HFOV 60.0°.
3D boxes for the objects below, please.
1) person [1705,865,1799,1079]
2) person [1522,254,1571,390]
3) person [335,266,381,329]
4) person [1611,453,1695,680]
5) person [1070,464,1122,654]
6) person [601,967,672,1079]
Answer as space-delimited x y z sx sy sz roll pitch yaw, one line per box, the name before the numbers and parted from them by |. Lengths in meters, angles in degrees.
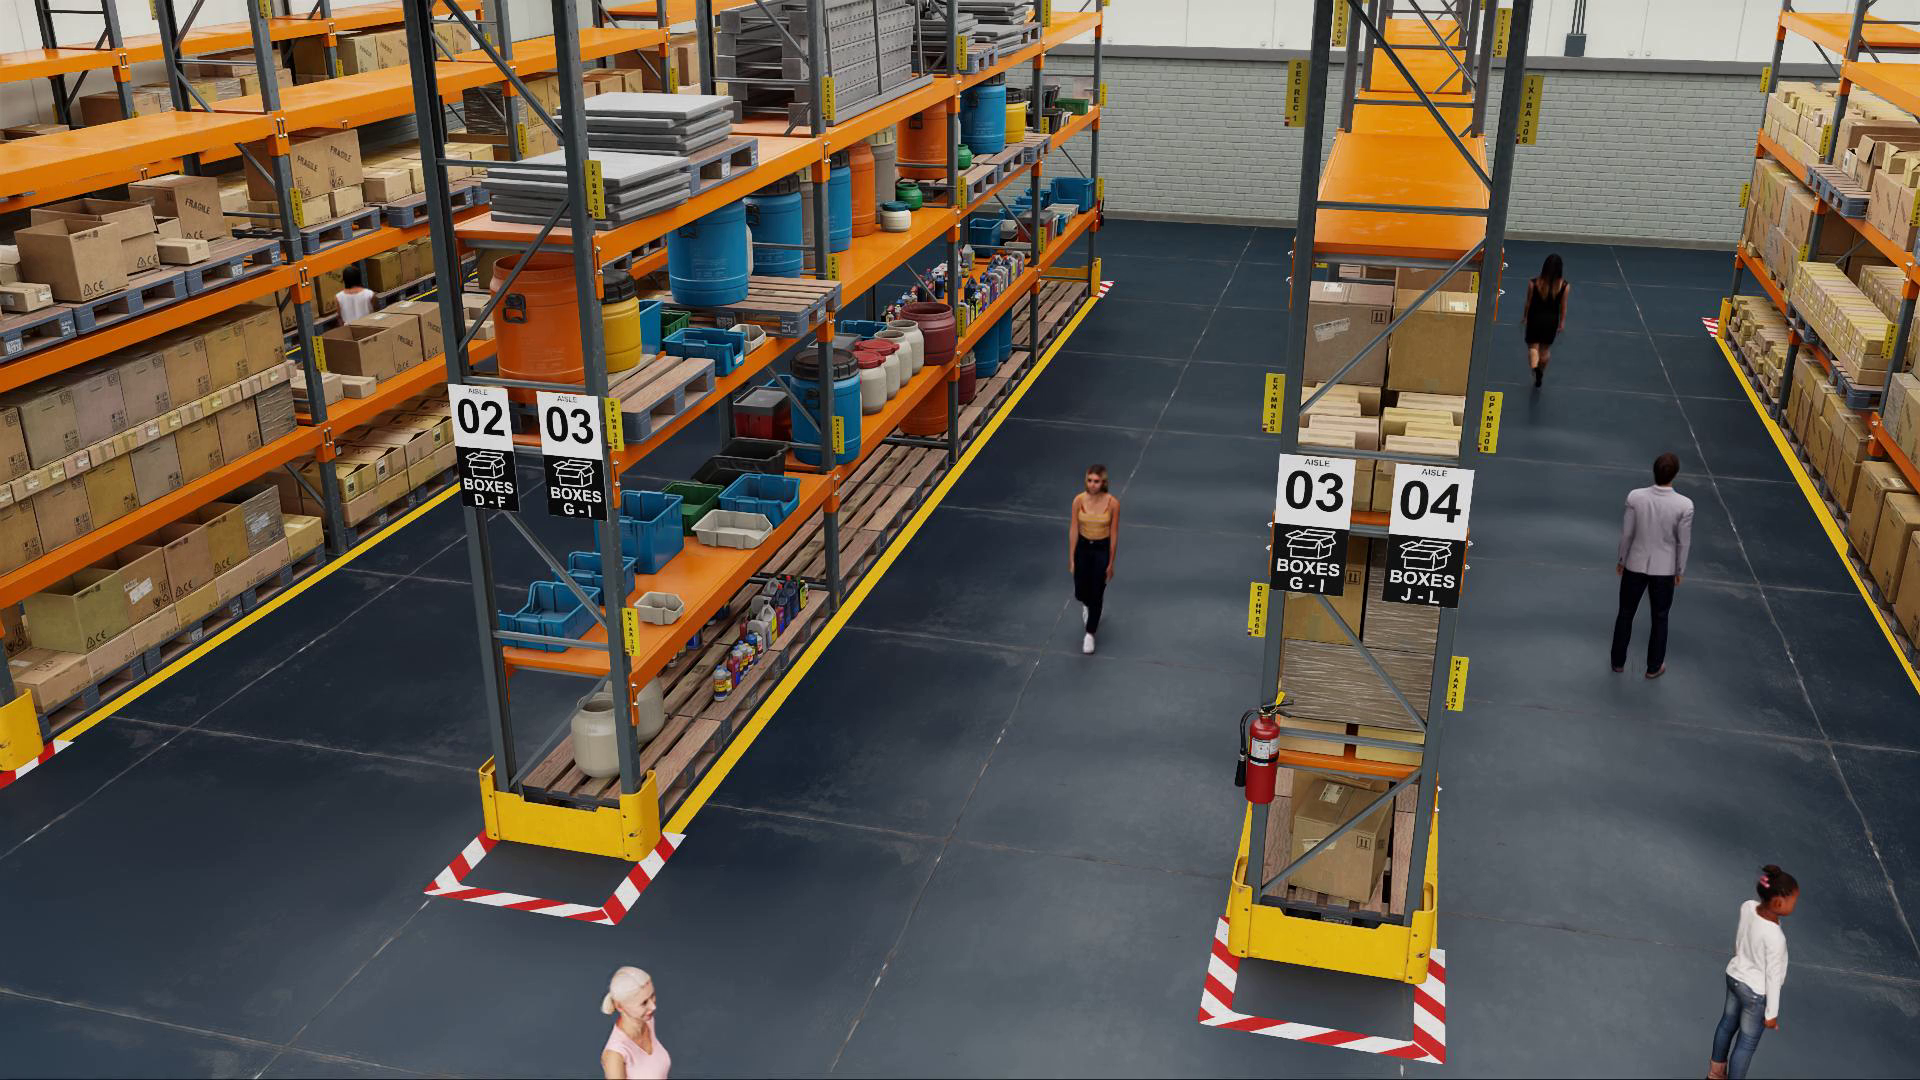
person | 4.080 2.301 8.573 0.639 1.464 0.501 -1 22 -2
person | 7.108 -2.606 20.263 0.691 1.698 0.954 4 23 10
person | -7.129 -2.390 19.795 0.775 1.652 1.124 3 22 8
person | 5.478 0.199 13.201 0.732 1.852 0.678 12 25 27
person | 1.125 0.116 13.716 0.564 1.615 0.764 6 23 14
person | -1.426 2.628 7.429 0.603 1.725 0.436 6 23 13
